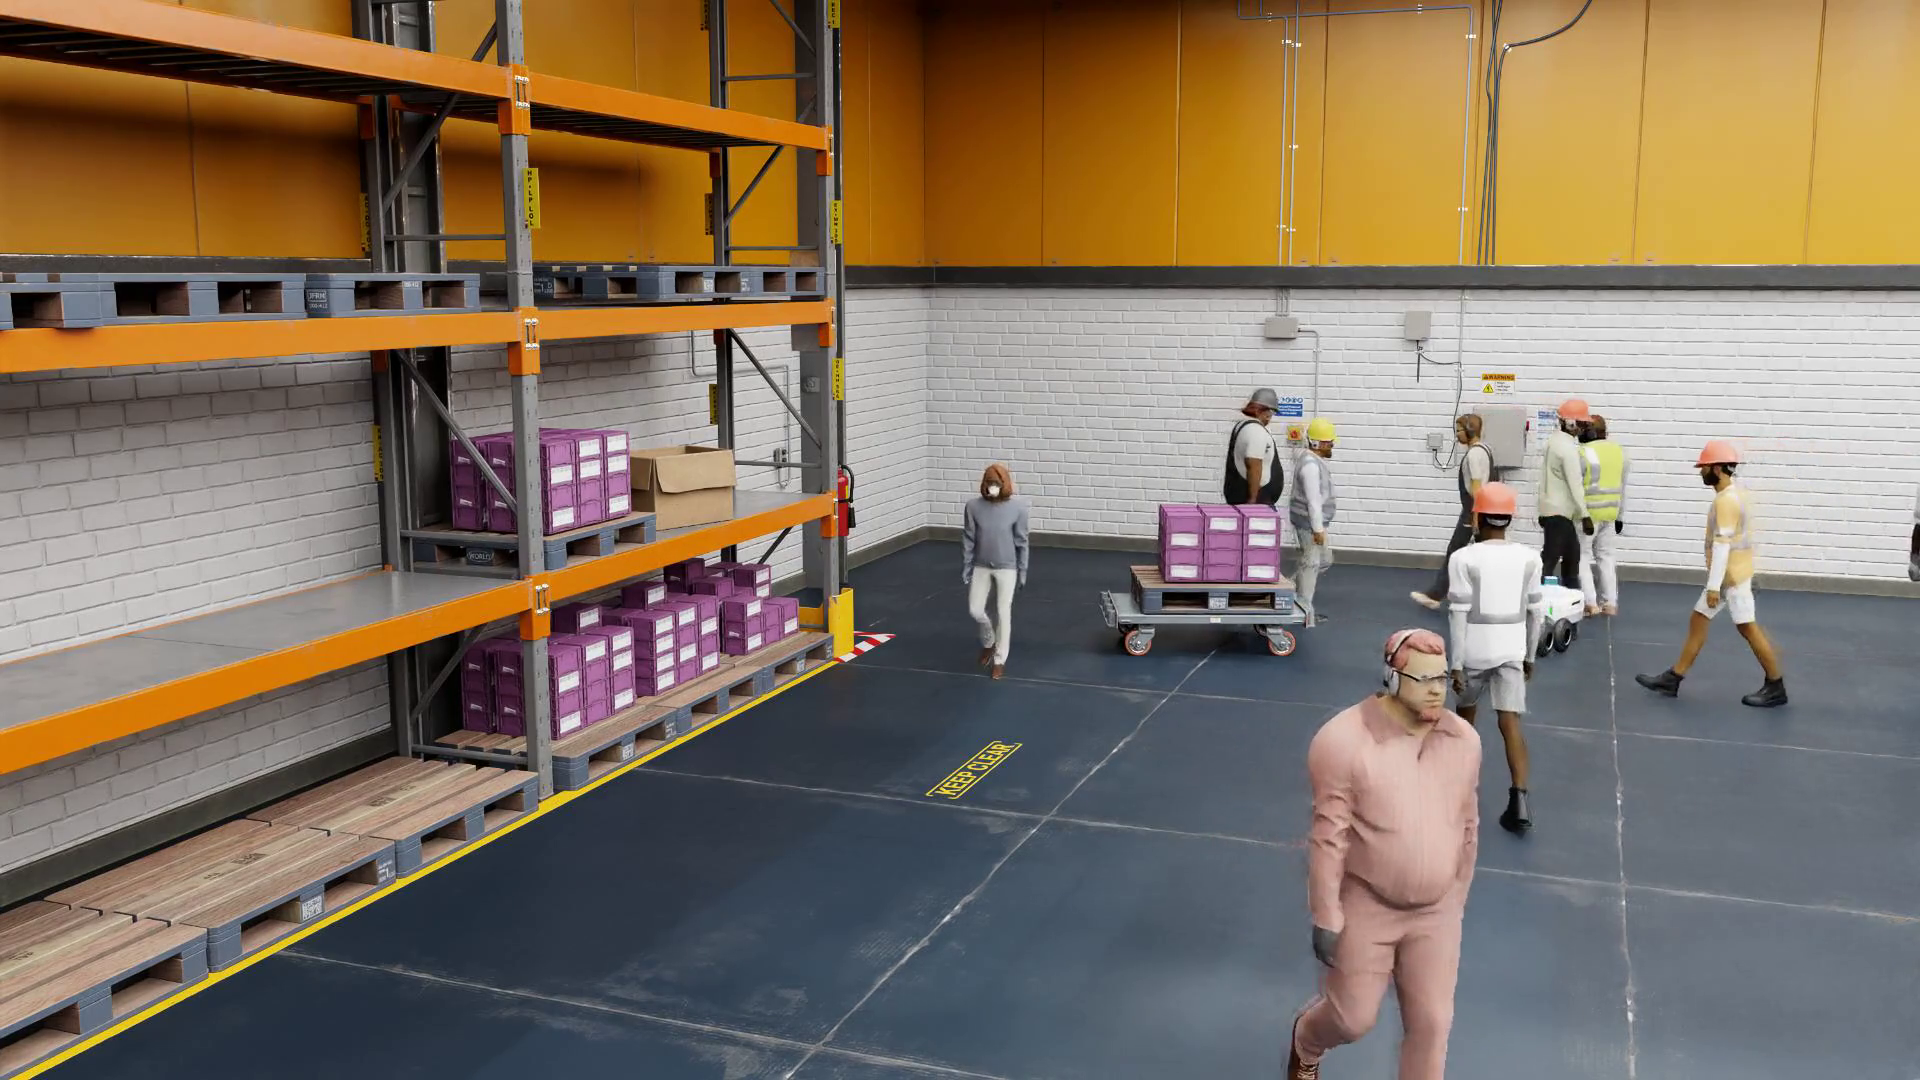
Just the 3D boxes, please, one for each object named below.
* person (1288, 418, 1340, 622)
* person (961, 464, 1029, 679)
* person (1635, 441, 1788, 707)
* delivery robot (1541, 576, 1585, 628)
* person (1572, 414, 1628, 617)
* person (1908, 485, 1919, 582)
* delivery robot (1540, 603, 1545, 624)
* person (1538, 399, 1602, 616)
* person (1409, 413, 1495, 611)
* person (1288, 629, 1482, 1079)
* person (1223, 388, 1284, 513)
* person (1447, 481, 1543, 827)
[{"bbox_3d":[3.063,-0.166,14.503,0.457,1.810,0.591,3,9,16],"label":"person"},{"bbox_3d":[0.263,0.230,12.554,0.517,1.621,0.361,2,9,14],"label":"person"},{"bbox_3d":[5.396,0.248,11.742,1.010,1.874,0.635,4,10,22],"label":"person"},{"bbox_3d":[4.849,0.543,13.667,0.477,0.478,0.707,8,12,41],"label":"delivery robot"},{"bbox_3d":[5.628,-0.210,14.767,0.647,1.816,0.436,-5,10,-27],"label":"person"},{"bbox_3d":[7.455,0.110,12.412,0.614,1.929,0.877,6,11,35],"label":"person"},{"bbox_3d":[4.336,0.624,13.156,0.477,0.478,0.707,8,12,41],"label":"delivery robot"},{"bbox_3d":[5.346,-0.240,14.463,0.816,1.966,0.626,1,9,9],"label":"person"},{"bbox_3d":[4.501,-0.236,14.923,0.905,1.800,0.538,5,10,30],"label":"person"},{"bbox_3d":[1.445,1.204,5.641,0.649,1.885,0.751,-2,9,-13],"label":"person"},{"bbox_3d":[2.745,-0.437,15.460,0.609,2.000,0.725,-2,9,-10],"label":"person"},{"bbox_3d":[2.996,0.623,9.297,0.559,1.894,0.985,0,9,-3],"label":"person"}]
